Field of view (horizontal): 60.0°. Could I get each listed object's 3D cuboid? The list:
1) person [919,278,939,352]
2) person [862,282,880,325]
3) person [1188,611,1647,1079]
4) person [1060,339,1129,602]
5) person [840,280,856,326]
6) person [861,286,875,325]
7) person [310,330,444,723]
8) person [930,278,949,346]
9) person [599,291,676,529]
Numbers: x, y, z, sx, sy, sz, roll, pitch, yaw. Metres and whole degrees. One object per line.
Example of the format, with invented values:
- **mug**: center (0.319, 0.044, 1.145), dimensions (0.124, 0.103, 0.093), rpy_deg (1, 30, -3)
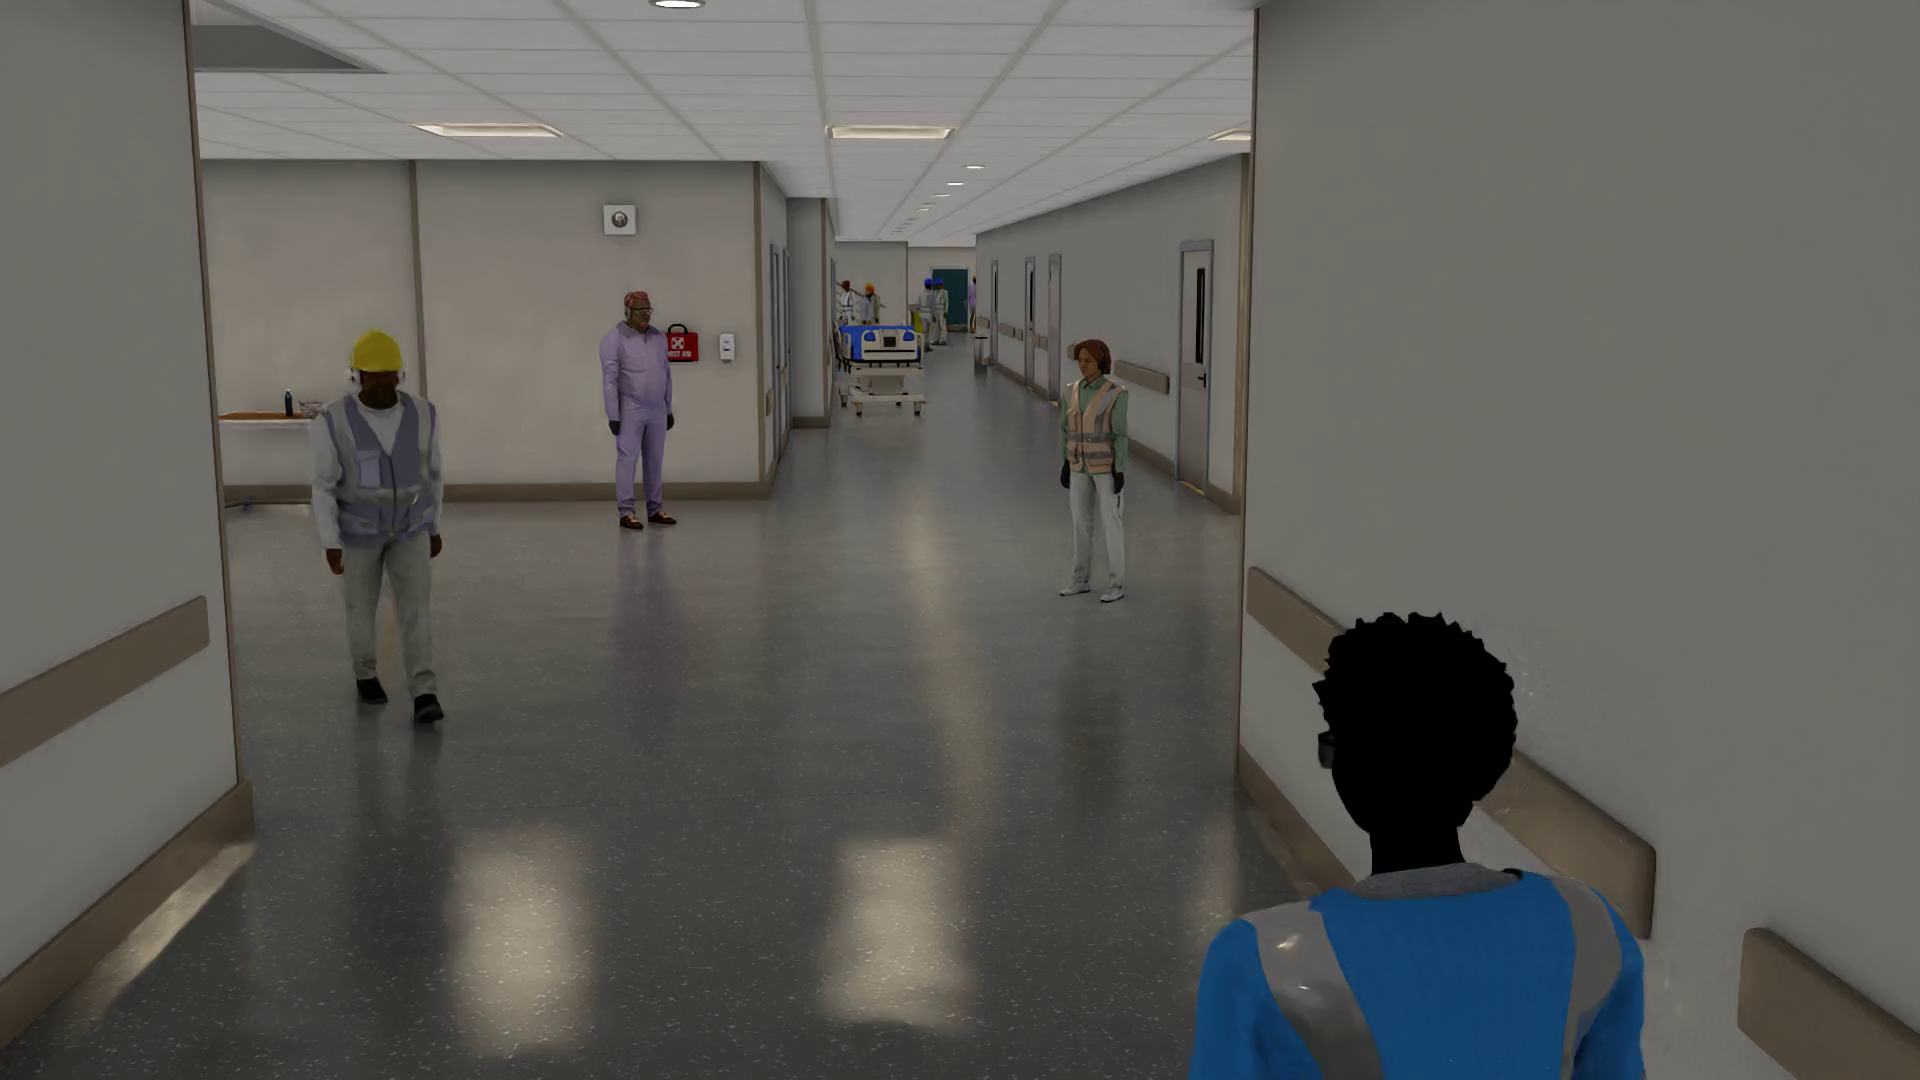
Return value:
- **person**: center (-0.828, -5.935, 43.949), dimensions (0.436, 1.930, 0.639), rpy_deg (-7, 12, -38)
- **person**: center (-2.440, -6.049, 45.005), dimensions (0.592, 1.828, 0.404), rpy_deg (7, 11, 37)
- **person**: center (0.499, 0.900, 1.931), dimensions (0.541, 1.641, 0.943), rpy_deg (-3, 10, -19)
- **person**: center (0.839, -0.431, 10.362), dimensions (0.514, 1.630, 0.318), rpy_deg (8, 12, 42)
- **person**: center (-3.091, -6.200, 45.774), dimensions (0.354, 1.883, 0.576), rpy_deg (-9, 13, -43)
- **person**: center (-2.419, -5.903, 44.420), dimensions (0.609, 1.713, 0.626), rpy_deg (4, 10, 26)
- **person**: center (-2.634, -0.063, 7.585), dimensions (0.606, 1.774, 0.944), rpy_deg (-6, 11, -32)
- **person**: center (-0.591, -6.573, 47.914), dimensions (0.389, 1.946, 0.614), rpy_deg (-8, 12, -43)
- **person**: center (-2.557, -1.040, 13.348), dimensions (0.404, 1.899, 0.632), rpy_deg (8, 12, 41)
